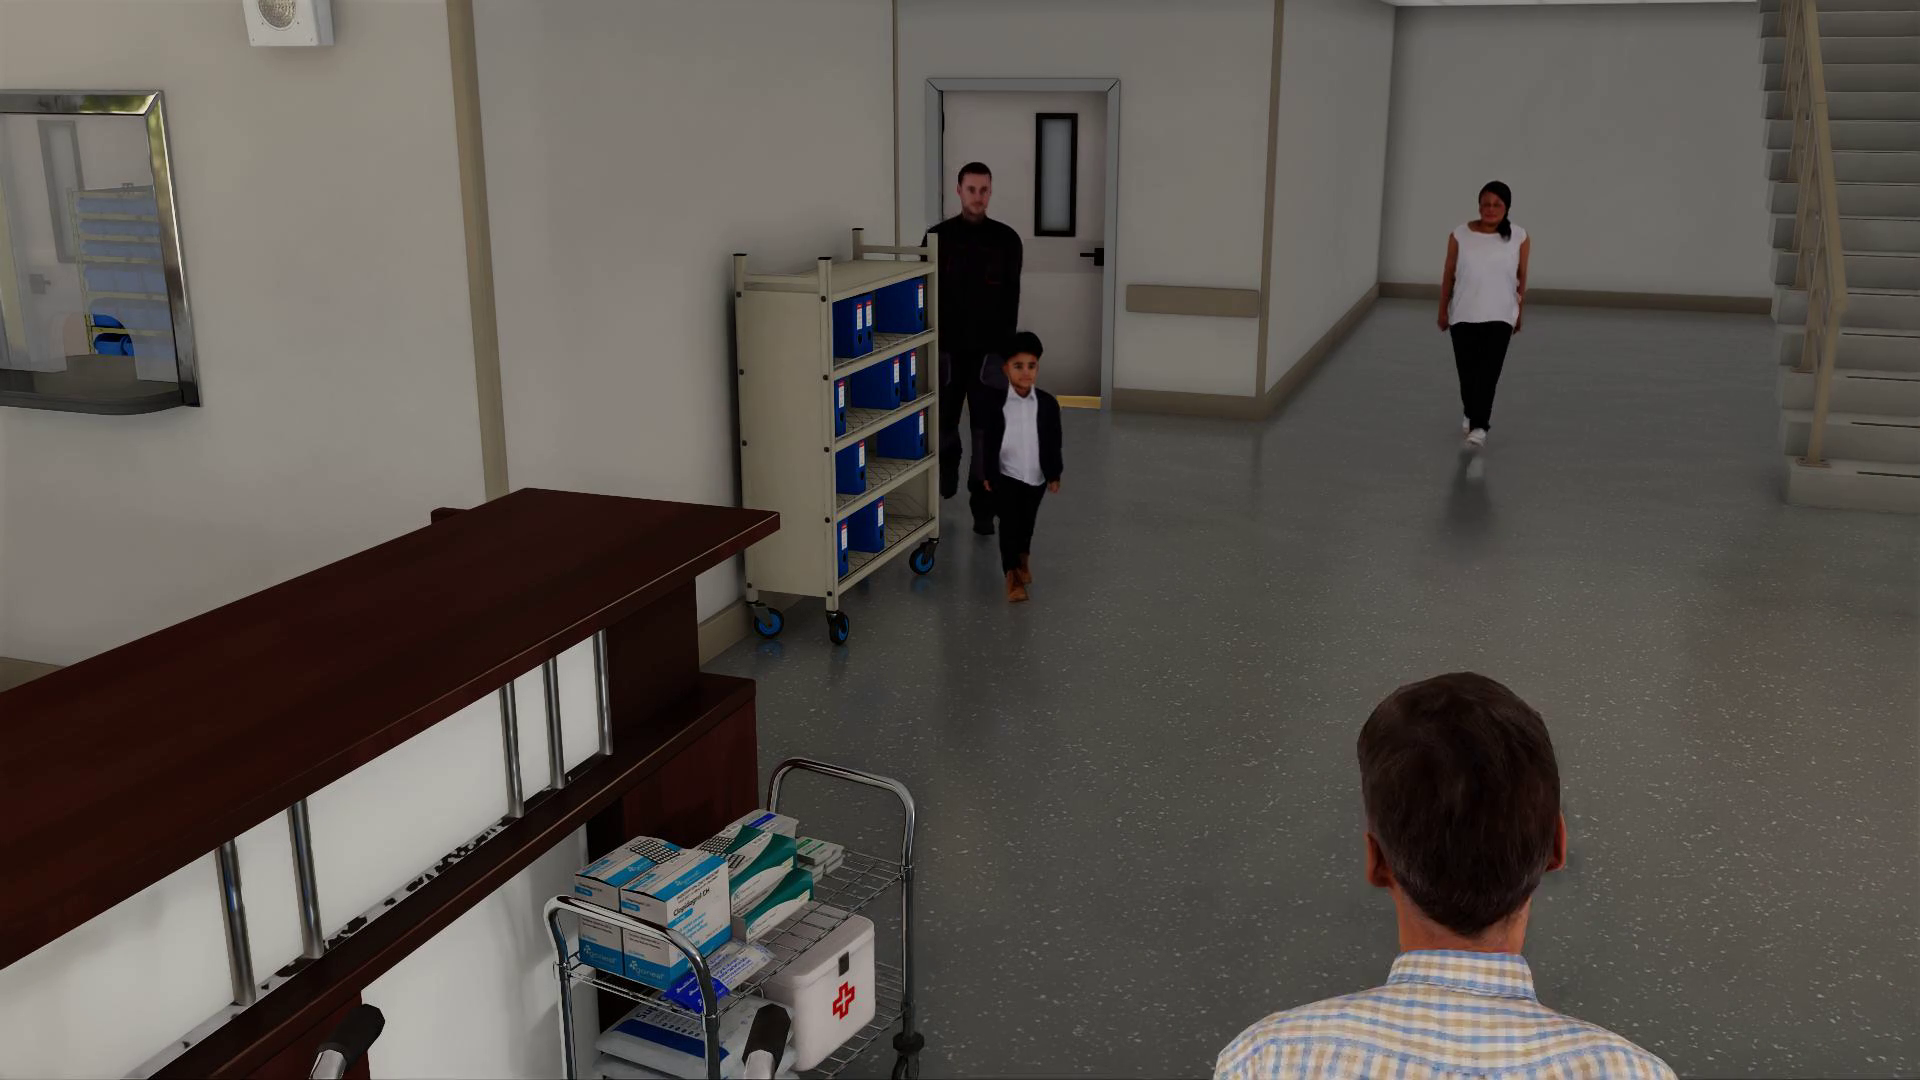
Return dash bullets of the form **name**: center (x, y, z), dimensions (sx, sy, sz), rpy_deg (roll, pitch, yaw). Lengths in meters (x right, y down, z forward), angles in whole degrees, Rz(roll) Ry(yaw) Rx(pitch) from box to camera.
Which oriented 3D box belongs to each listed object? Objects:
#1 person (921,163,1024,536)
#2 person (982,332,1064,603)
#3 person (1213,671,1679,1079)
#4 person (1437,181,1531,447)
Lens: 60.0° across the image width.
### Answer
- **person**: center (0.029, -1.001, 8.699), dimensions (0.928, 1.891, 1.198), rpy_deg (0, 16, -1)
- **person**: center (0.267, -0.339, 7.565), dimensions (0.743, 1.192, 0.908), rpy_deg (-2, 16, -8)
- **person**: center (0.429, 1.072, 1.604), dimensions (0.737, 1.751, 1.197), rpy_deg (5, 17, 18)
- **person**: center (3.382, -1.450, 10.745), dimensions (0.724, 1.645, 1.083), rpy_deg (7, 17, 24)
